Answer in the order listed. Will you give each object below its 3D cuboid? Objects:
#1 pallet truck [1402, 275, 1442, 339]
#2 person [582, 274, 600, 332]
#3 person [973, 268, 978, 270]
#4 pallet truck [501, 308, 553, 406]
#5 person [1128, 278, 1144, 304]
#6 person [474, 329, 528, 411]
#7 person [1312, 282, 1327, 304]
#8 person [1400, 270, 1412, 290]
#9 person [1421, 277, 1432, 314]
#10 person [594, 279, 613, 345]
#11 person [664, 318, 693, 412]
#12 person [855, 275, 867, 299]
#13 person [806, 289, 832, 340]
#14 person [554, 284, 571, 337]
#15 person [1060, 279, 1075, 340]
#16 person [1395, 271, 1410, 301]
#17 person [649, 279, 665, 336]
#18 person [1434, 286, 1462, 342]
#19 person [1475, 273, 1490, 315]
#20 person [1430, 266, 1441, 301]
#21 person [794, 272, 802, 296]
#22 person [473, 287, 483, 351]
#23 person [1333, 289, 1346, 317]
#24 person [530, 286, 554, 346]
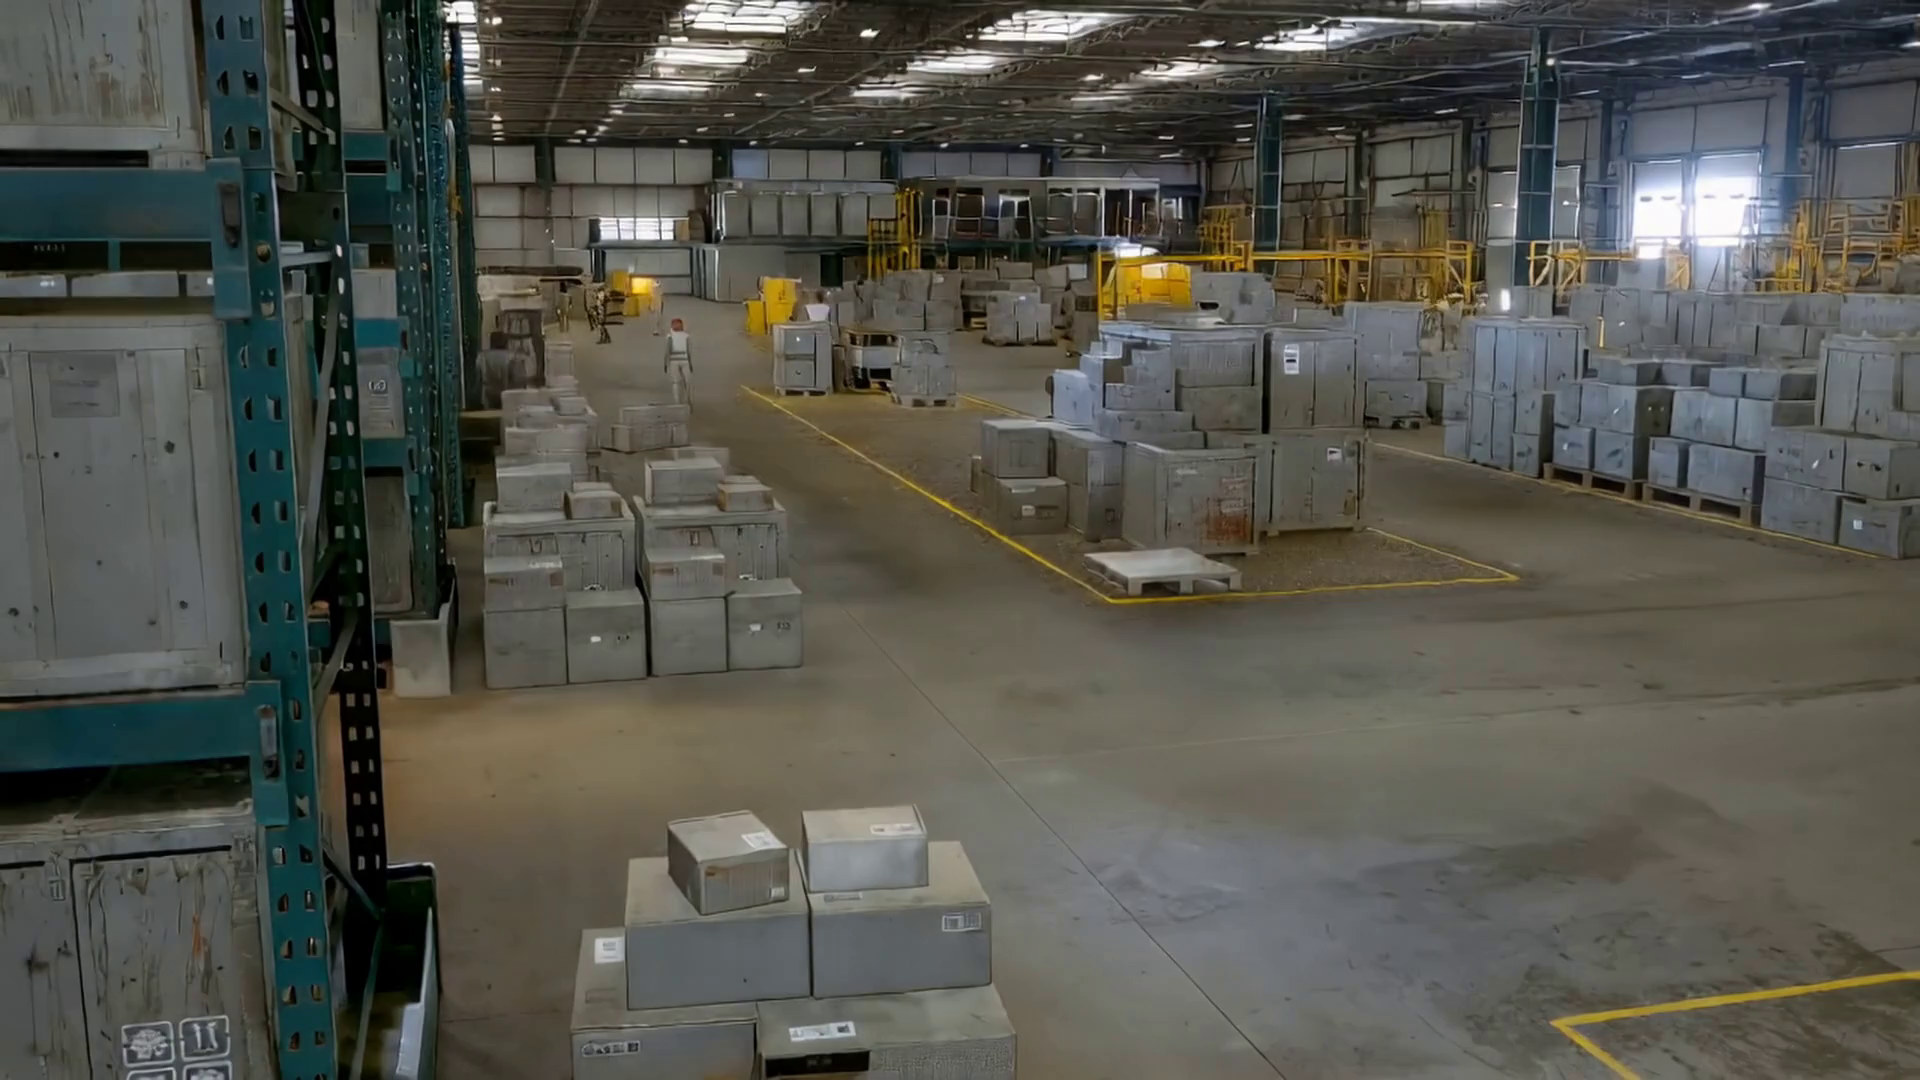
[{"bbox_3d":[14.620,-7.324,52.145,0.823,1.965,1.885,8,13,40],"label":"pallet truck"},{"bbox_3d":[-12.378,-7.959,55.912,0.601,1.934,0.599,-4,11,-21],"label":"person"},{"bbox_3d":[0.721,-11.727,77.399,0.356,1.884,0.574,-1,10,-6],"label":"person"},{"bbox_3d":[-6.242,-2.418,24.362,0.823,1.965,1.885,1,10,3],"label":"pallet truck"},{"bbox_3d":[5.799,-7.702,54.764,0.523,1.832,0.421,2,10,11],"label":"person"},{"bbox_3d":[-5.784,-1.758,21.134,0.641,1.820,0.607,4,11,20],"label":"person"},{"bbox_3d":[11.949,-7.726,55.309,0.541,1.691,0.322,7,12,35],"label":"person"},{"bbox_3d":[19.668,-11.025,73.585,0.637,1.832,0.429,-5,11,-24],"label":"person"},{"bbox_3d":[15.146,-7.625,54.017,0.377,1.940,0.628,7,12,35],"label":"person"},{"bbox_3d":[-10.437,-6.658,48.584,0.536,1.927,0.554,-3,10,-17],"label":"person"},{"bbox_3d":[-4.857,-3.008,28.726,0.515,1.636,0.315,-6,11,-29],"label":"person"},{"bbox_3d":[-3.524,-8.595,59.755,0.957,1.864,0.598,-9,13,-41],"label":"person"},{"bbox_3d":[-3.177,-4.701,37.555,0.587,1.906,0.442,2,10,11],"label":"person"},{"bbox_3d":[-12.666,-7.324,53.011,0.534,1.692,0.320,1,10,8],"label":"person"},{"bbox_3d":[3.305,-7.054,51.066,0.570,1.885,0.461,-6,12,-32],"label":"person"},{"bbox_3d":[17.415,-9.638,65.507,0.592,1.913,0.947,4,11,20],"label":"person"},{"bbox_3d":[-9.795,-7.489,53.618,0.520,1.819,0.973,0,10,3],"label":"person"},{"bbox_3d":[12.143,-5.372,41.432,0.597,1.878,0.980,7,12,35],"label":"person"},{"bbox_3d":[18.327,-8.395,58.399,0.359,1.930,0.588,-7,12,-33],"label":"person"},{"bbox_3d":[21.933,-11.664,76.899,0.655,1.937,1.028,0,10,-1],"label":"person"},{"bbox_3d":[-5.981,-8.901,61.237,0.352,1.940,0.545,8,13,38],"label":"person"},{"bbox_3d":[-13.111,-6.008,44.573,0.535,2.000,0.688,3,10,17],"label":"person"},{"bbox_3d":[8.905,-4.904,38.802,0.350,1.878,0.567,-8,13,-37],"label":"person"},{"bbox_3d":[-12.166,-6.472,48.101,0.538,1.718,0.903,5,11,25],"label":"person"}]
